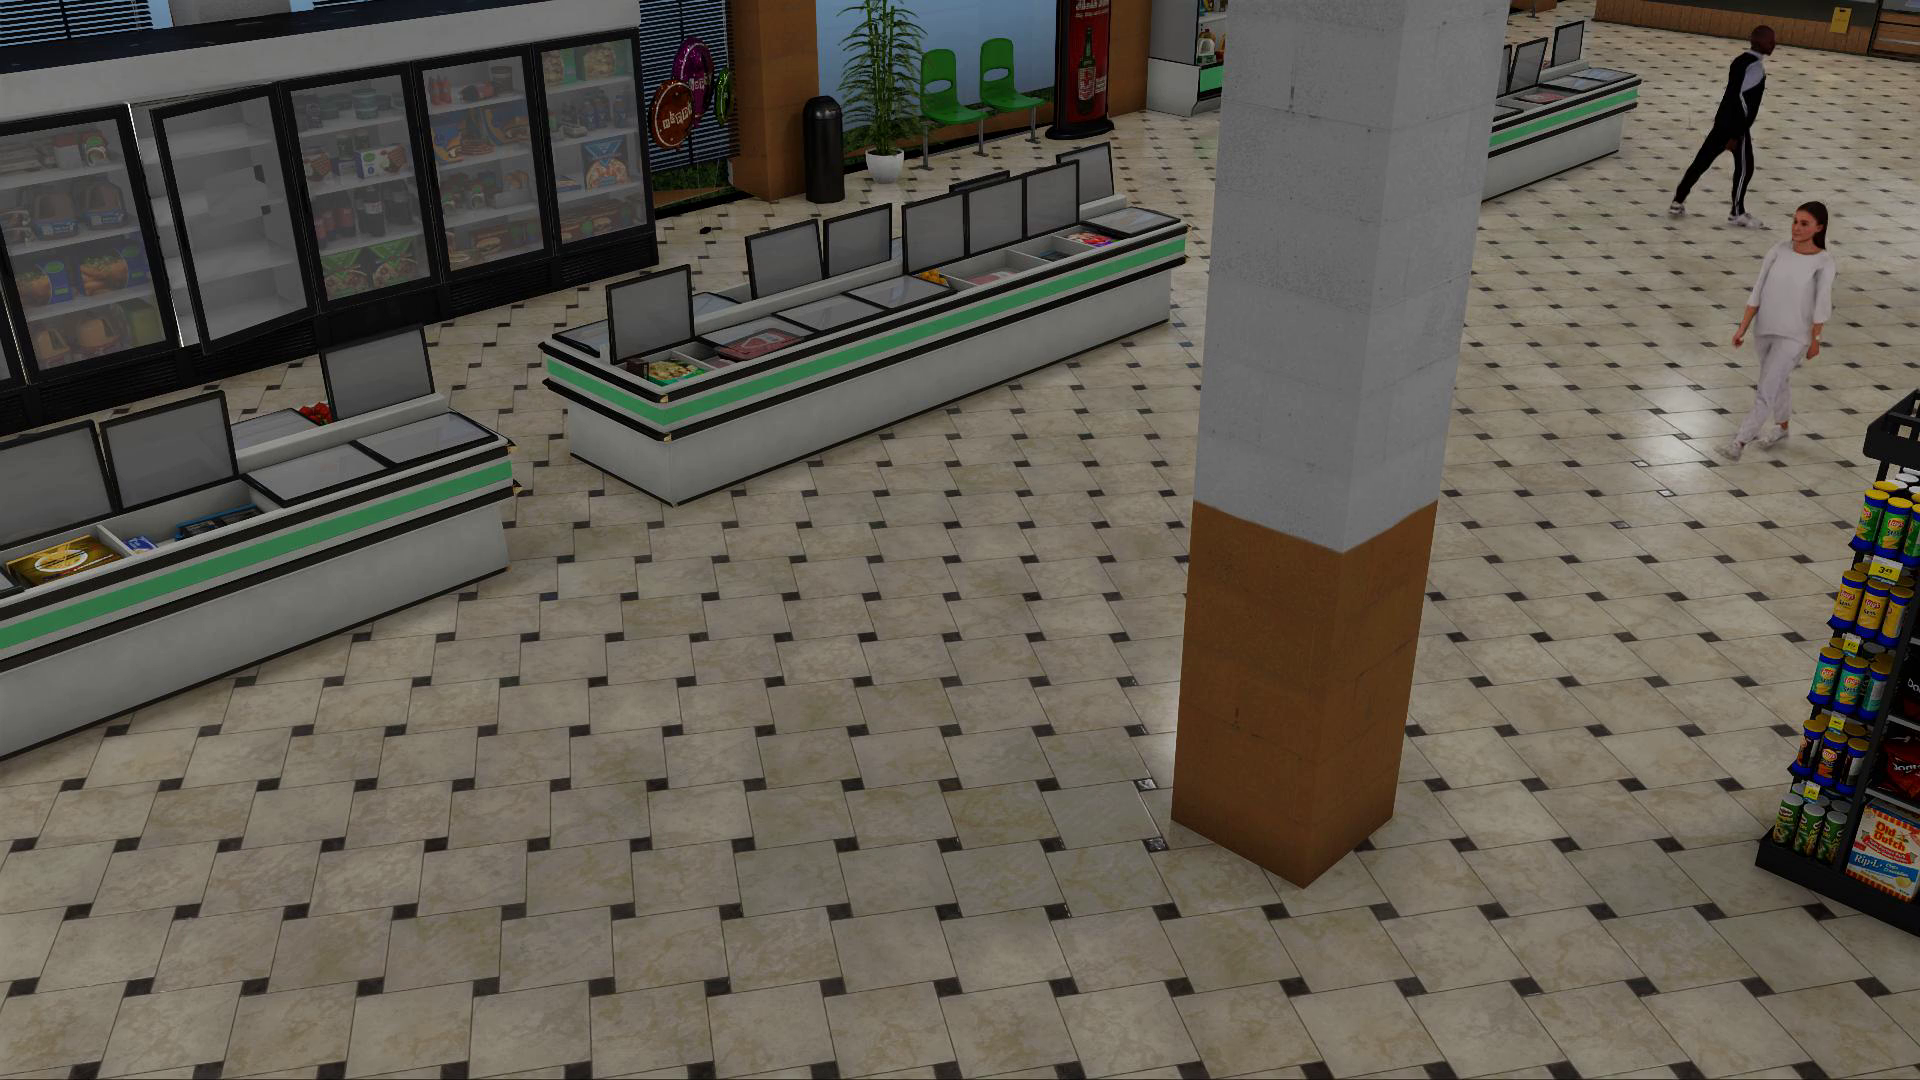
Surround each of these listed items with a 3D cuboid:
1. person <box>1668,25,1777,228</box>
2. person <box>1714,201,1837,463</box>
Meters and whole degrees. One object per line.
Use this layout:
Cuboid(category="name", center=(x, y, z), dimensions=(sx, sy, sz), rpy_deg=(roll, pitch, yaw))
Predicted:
Cuboid(category="person", center=(6.984, -3.786, 15.215), dimensions=(1.140, 1.791, 1.089), rpy_deg=(-2, 27, -5))
Cuboid(category="person", center=(5.233, -1.308, 10.490), dimensions=(1.122, 1.645, 0.782), rpy_deg=(-15, 30, -27))
